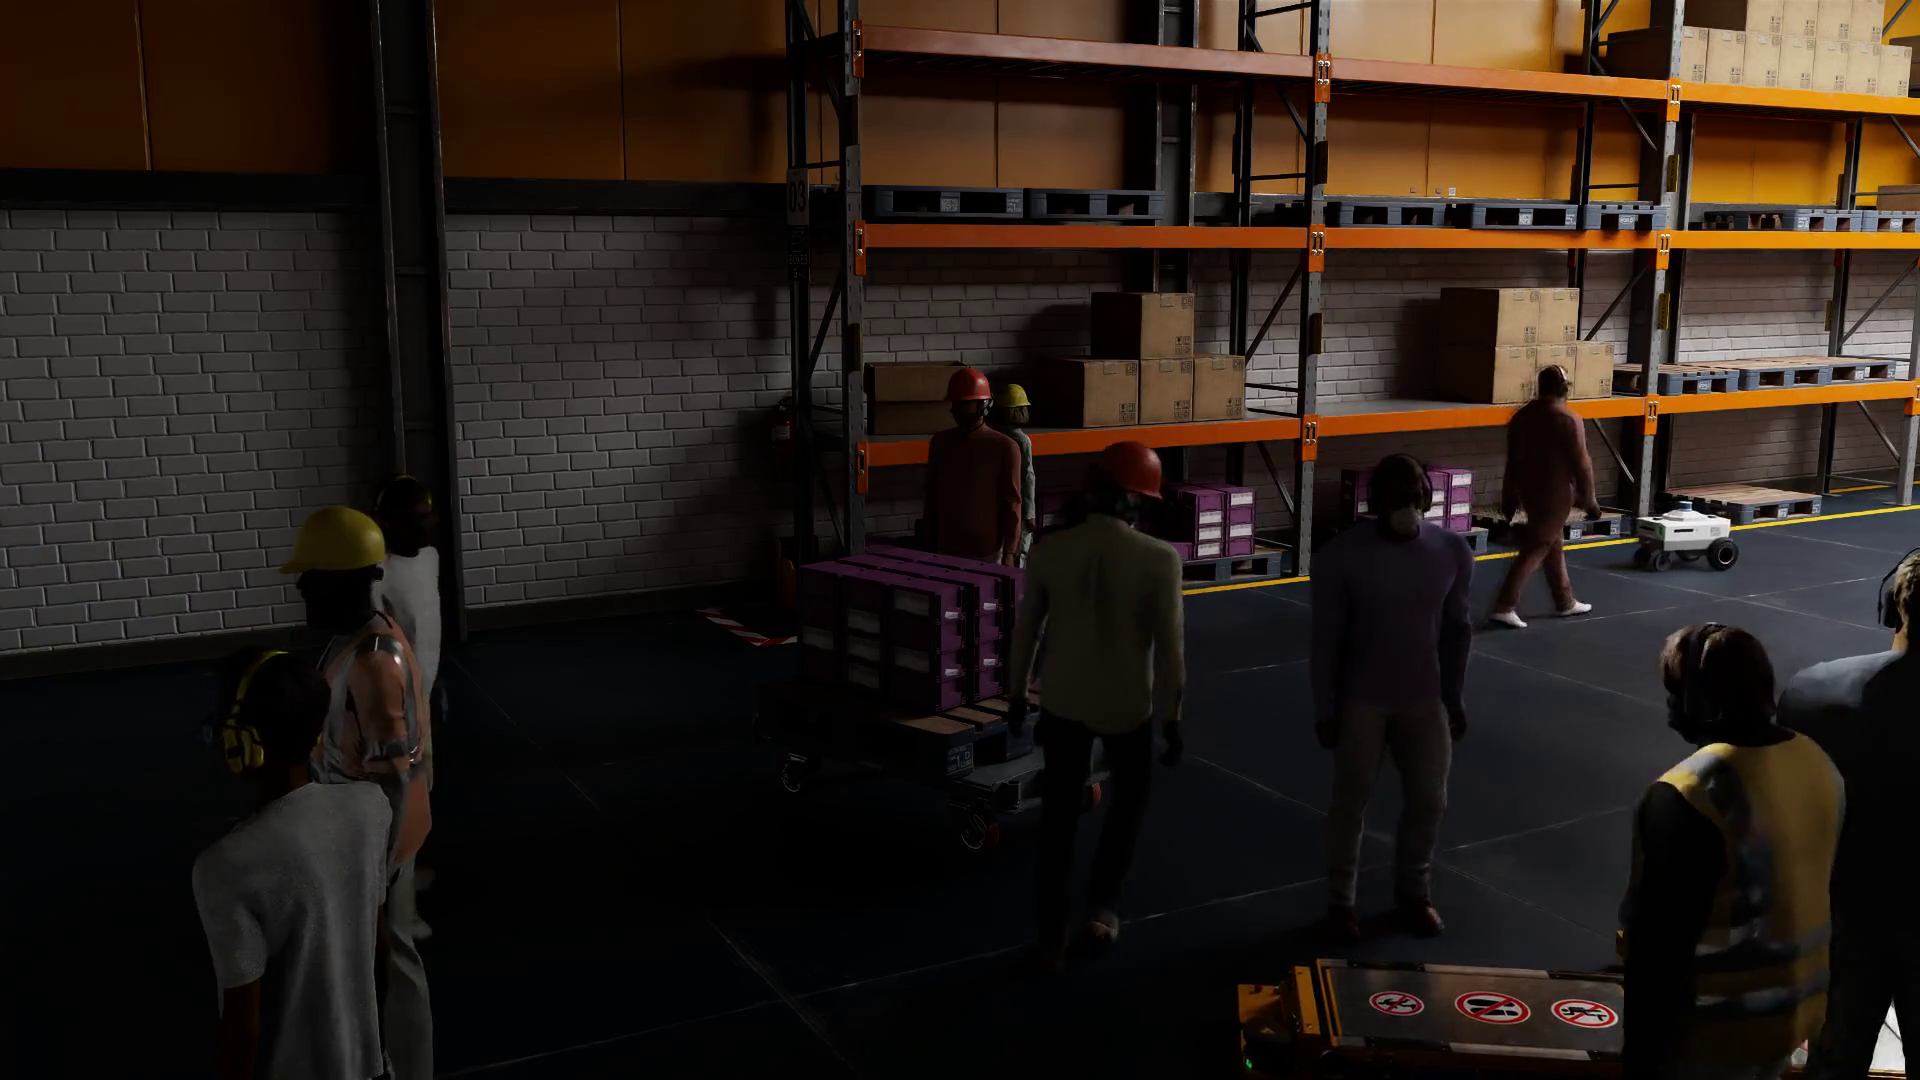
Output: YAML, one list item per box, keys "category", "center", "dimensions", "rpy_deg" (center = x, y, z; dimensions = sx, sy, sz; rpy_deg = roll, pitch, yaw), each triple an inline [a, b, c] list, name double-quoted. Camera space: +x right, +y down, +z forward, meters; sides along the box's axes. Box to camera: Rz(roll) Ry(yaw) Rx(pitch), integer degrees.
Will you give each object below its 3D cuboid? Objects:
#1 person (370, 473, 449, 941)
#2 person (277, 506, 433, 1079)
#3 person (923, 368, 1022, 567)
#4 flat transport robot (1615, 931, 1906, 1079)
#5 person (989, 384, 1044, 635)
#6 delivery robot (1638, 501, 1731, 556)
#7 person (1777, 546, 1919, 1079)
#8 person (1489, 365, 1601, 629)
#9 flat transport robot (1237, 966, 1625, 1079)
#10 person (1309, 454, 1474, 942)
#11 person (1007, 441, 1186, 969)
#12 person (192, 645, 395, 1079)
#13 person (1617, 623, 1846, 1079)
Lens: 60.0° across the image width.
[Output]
- category: "person"
  center: [-2.167, 0.626, 6.492]
  dimensions: [0.496, 1.828, 0.674]
  rpy_deg: [1, 10, 8]
- category: "person"
  center: [-1.736, 0.855, 4.846]
  dimensions: [0.367, 1.927, 0.590]
  rpy_deg: [-5, 11, -26]
- category: "person"
  center: [0.050, 0.027, 9.418]
  dimensions: [0.611, 1.995, 0.381]
  rpy_deg: [5, 11, 29]
- category: "flat transport robot"
  center: [2.685, 1.573, 5.479]
  dimensions: [0.652, 0.197, 1.431]
  rpy_deg: [1, 10, 7]
- category: "person"
  center: [0.351, -0.201, 11.459]
  dimensions: [0.295, 1.744, 0.484]
  rpy_deg: [-9, 13, -40]
- category: "delivery robot"
  center: [6.055, -0.081, 13.914]
  dimensions: [0.707, 0.478, 0.477]
  rpy_deg: [-2, 10, -13]
- category: "person"
  center: [2.361, 0.966, 4.174]
  dimensions: [0.638, 1.938, 0.357]
  rpy_deg: [6, 12, 31]
- category: "person"
  center: [4.148, -0.307, 11.765]
  dimensions: [1.012, 1.858, 0.638]
  rpy_deg: [-3, 10, -18]
- category: "flat transport robot"
  center: [1.626, 1.594, 5.357]
  dimensions: [1.431, 0.197, 0.652]
  rpy_deg: [1, 10, 8]
- category: "person"
  center: [1.615, 0.613, 6.324]
  dimensions: [0.649, 1.912, 0.493]
  rpy_deg: [-2, 10, -9]
- category: "person"
  center: [0.495, 0.608, 6.193]
  dimensions: [0.714, 1.946, 0.576]
  rpy_deg: [4, 10, 20]
- category: "person"
  center: [-1.364, 1.128, 3.434]
  dimensions: [0.328, 1.874, 0.512]
  rpy_deg: [3, 10, 18]
- category: "person"
  center: [1.780, 1.101, 3.757]
  dimensions: [0.686, 1.815, 0.596]
  rpy_deg: [-7, 12, -36]
